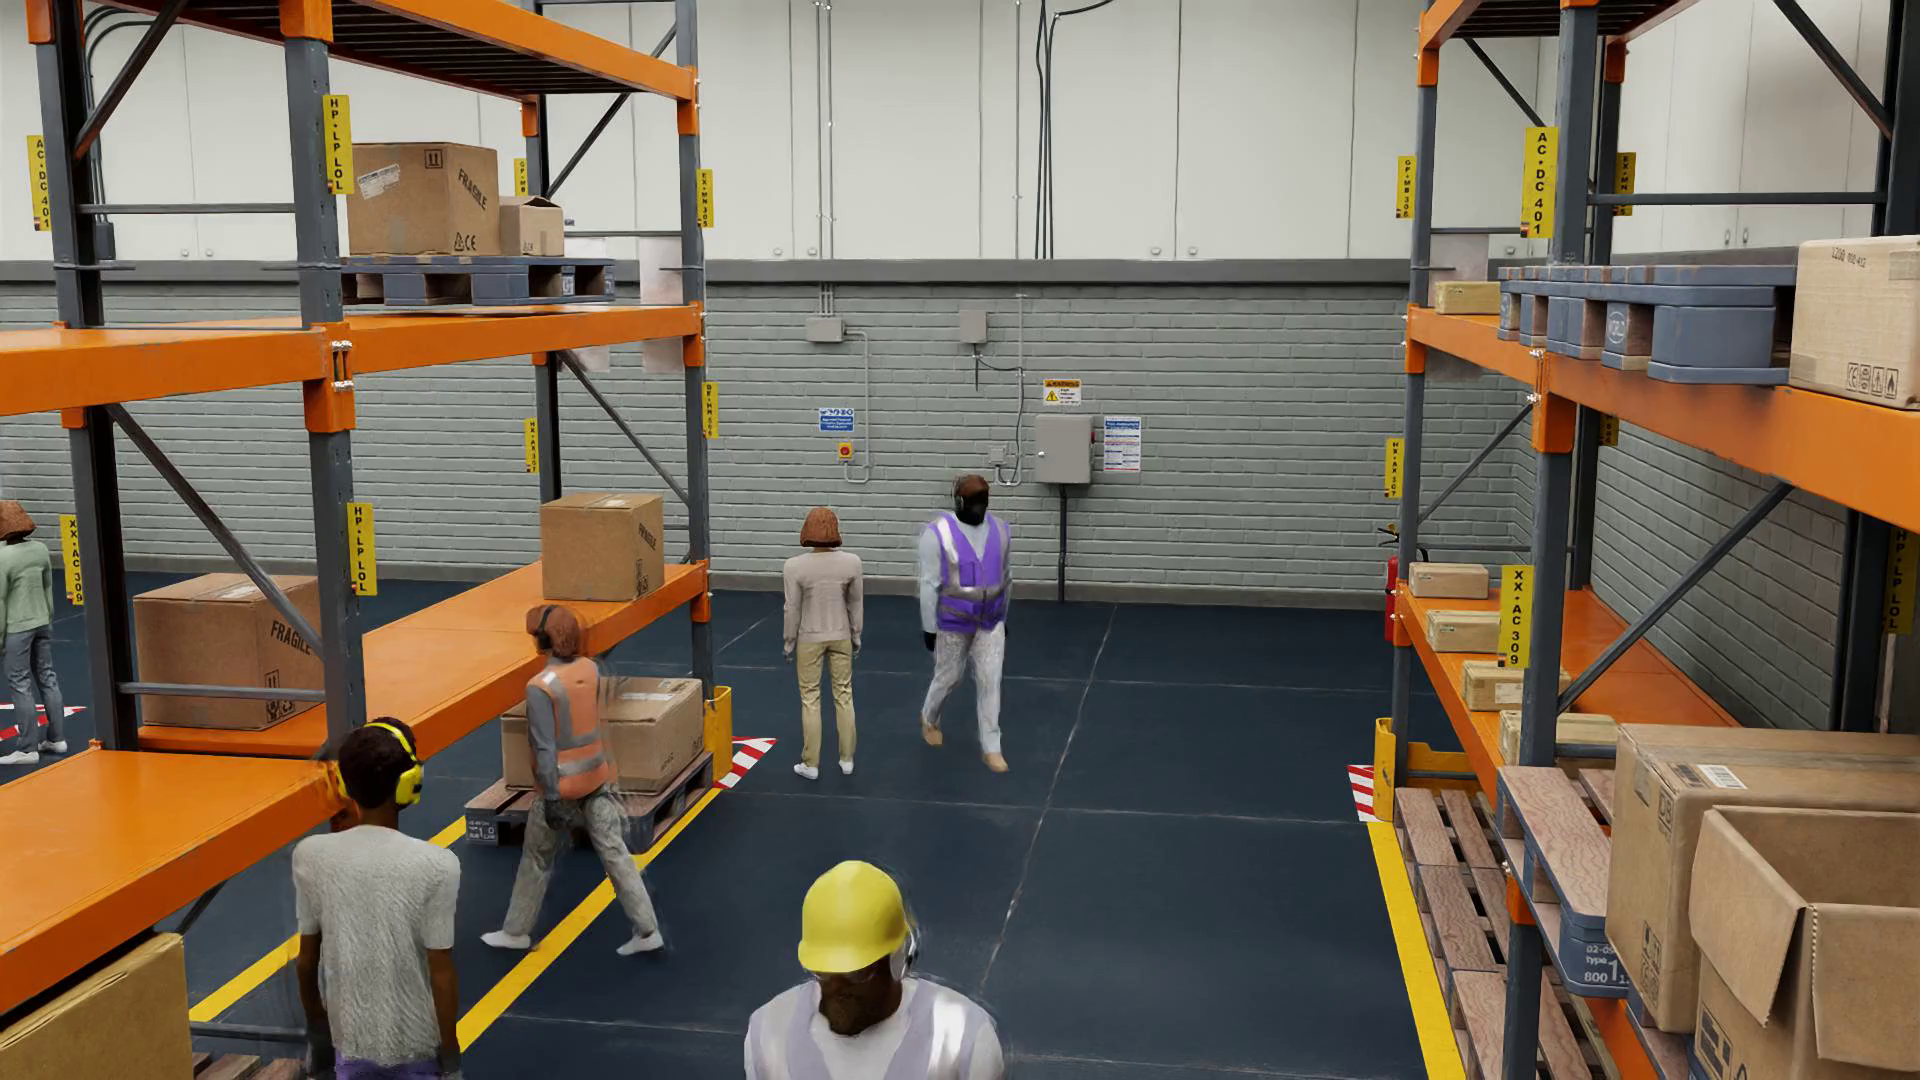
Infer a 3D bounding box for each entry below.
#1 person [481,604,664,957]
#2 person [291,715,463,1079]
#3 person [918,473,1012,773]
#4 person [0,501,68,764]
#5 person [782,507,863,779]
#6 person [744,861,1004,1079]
[{"bbox_3d":[-1.693,1.065,7.309,0.870,1.592,0.533,4,10,21],"label":"person"},{"bbox_3d":[-1.605,1.392,4.573,0.533,1.833,0.951,1,9,8],"label":"person"},{"bbox_3d":[0.021,0.478,10.281,0.635,1.818,0.805,-4,10,-23],"label":"person"},{"bbox_3d":[-5.798,0.565,10.288,0.271,1.627,0.502,1,9,9],"label":"person"},{"bbox_3d":[-0.820,0.614,9.960,0.507,1.632,0.273,-4,10,-24],"label":"person"},{"bbox_3d":[-0.183,1.547,3.662,0.591,1.811,0.787,1,9,5],"label":"person"}]
